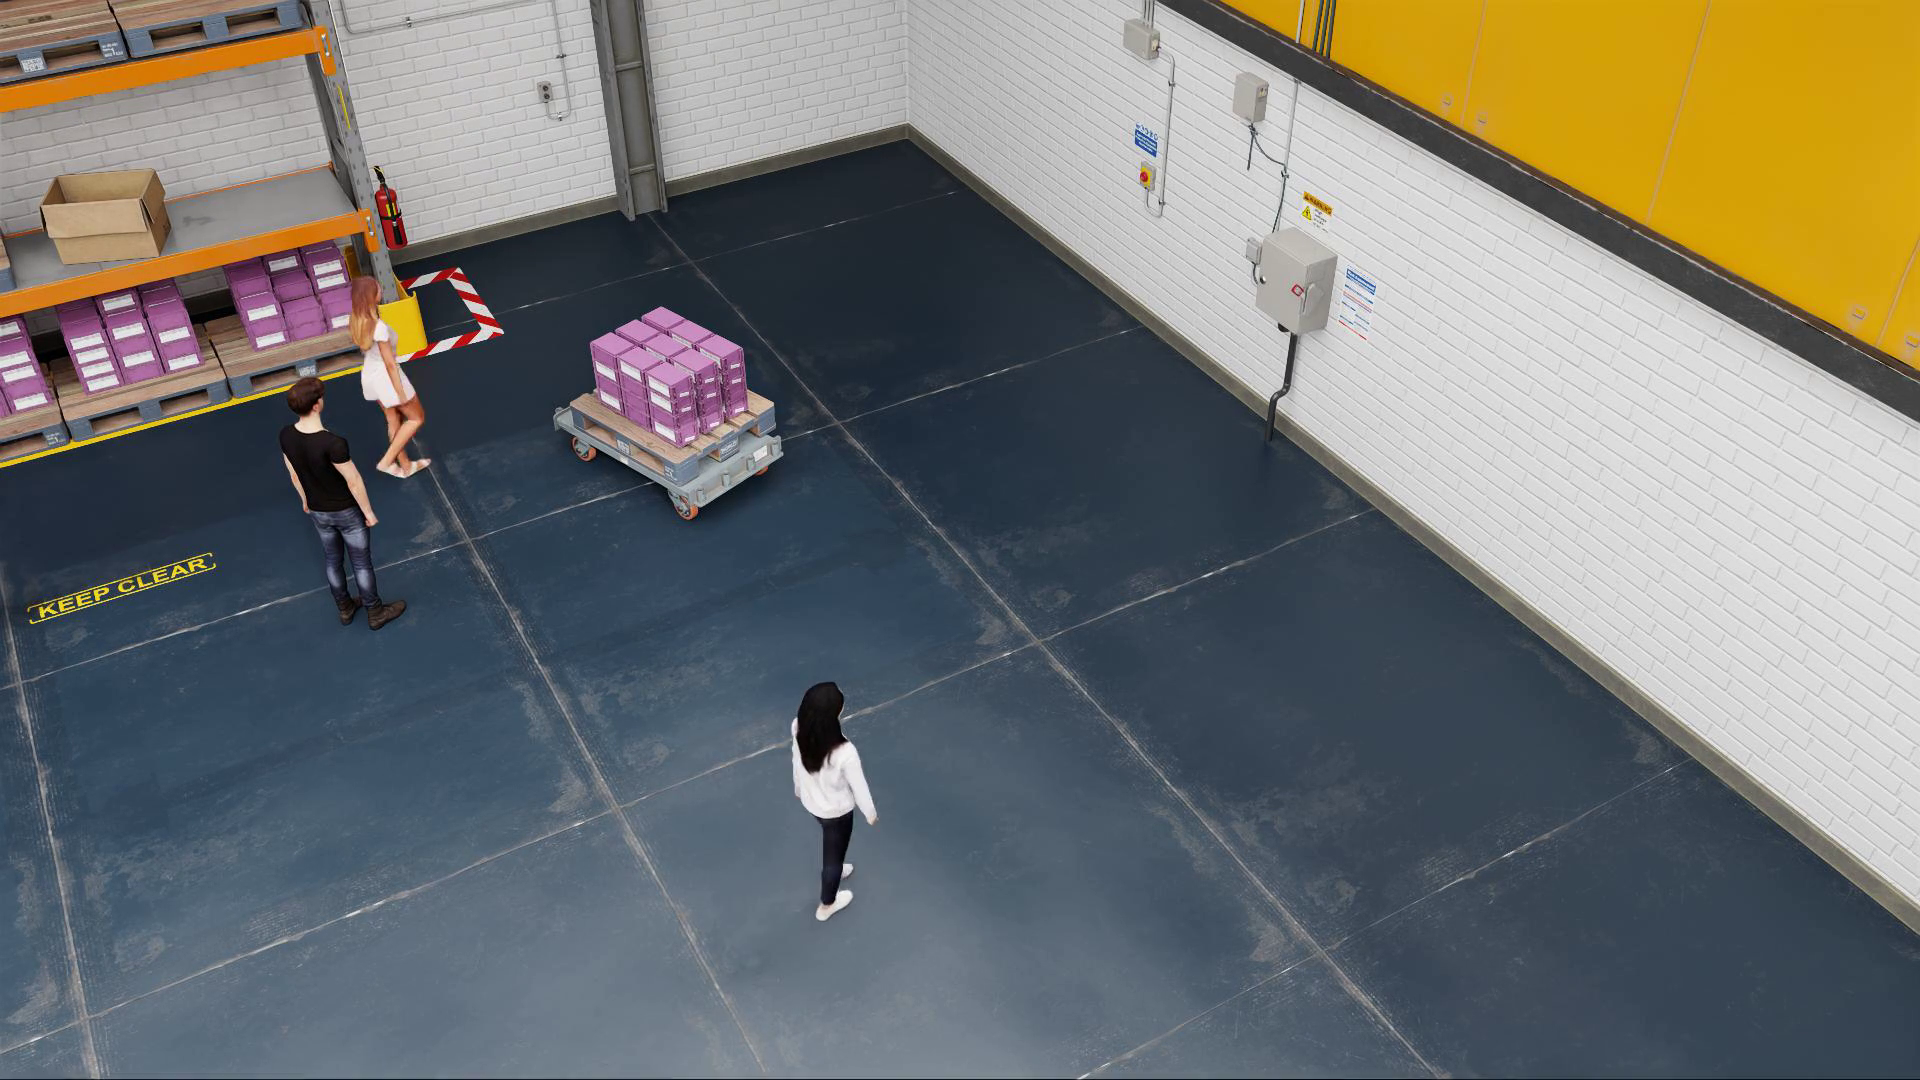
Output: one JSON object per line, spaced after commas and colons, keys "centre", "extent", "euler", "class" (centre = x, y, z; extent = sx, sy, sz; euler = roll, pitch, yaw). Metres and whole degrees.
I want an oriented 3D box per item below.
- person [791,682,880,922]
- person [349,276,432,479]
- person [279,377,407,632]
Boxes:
{"centre": [-0.763, 1.444, 8.922], "extent": [0.718, 1.687, 0.725], "euler": [29, 47, 32], "class": "person"}
{"centre": [-4.253, -1.121, 12.133], "extent": [0.692, 1.688, 0.761], "euler": [31, 48, 33], "class": "person"}
{"centre": [-4.077, -0.220, 10.837], "extent": [0.758, 1.896, 0.809], "euler": [11, 40, 13], "class": "person"}
